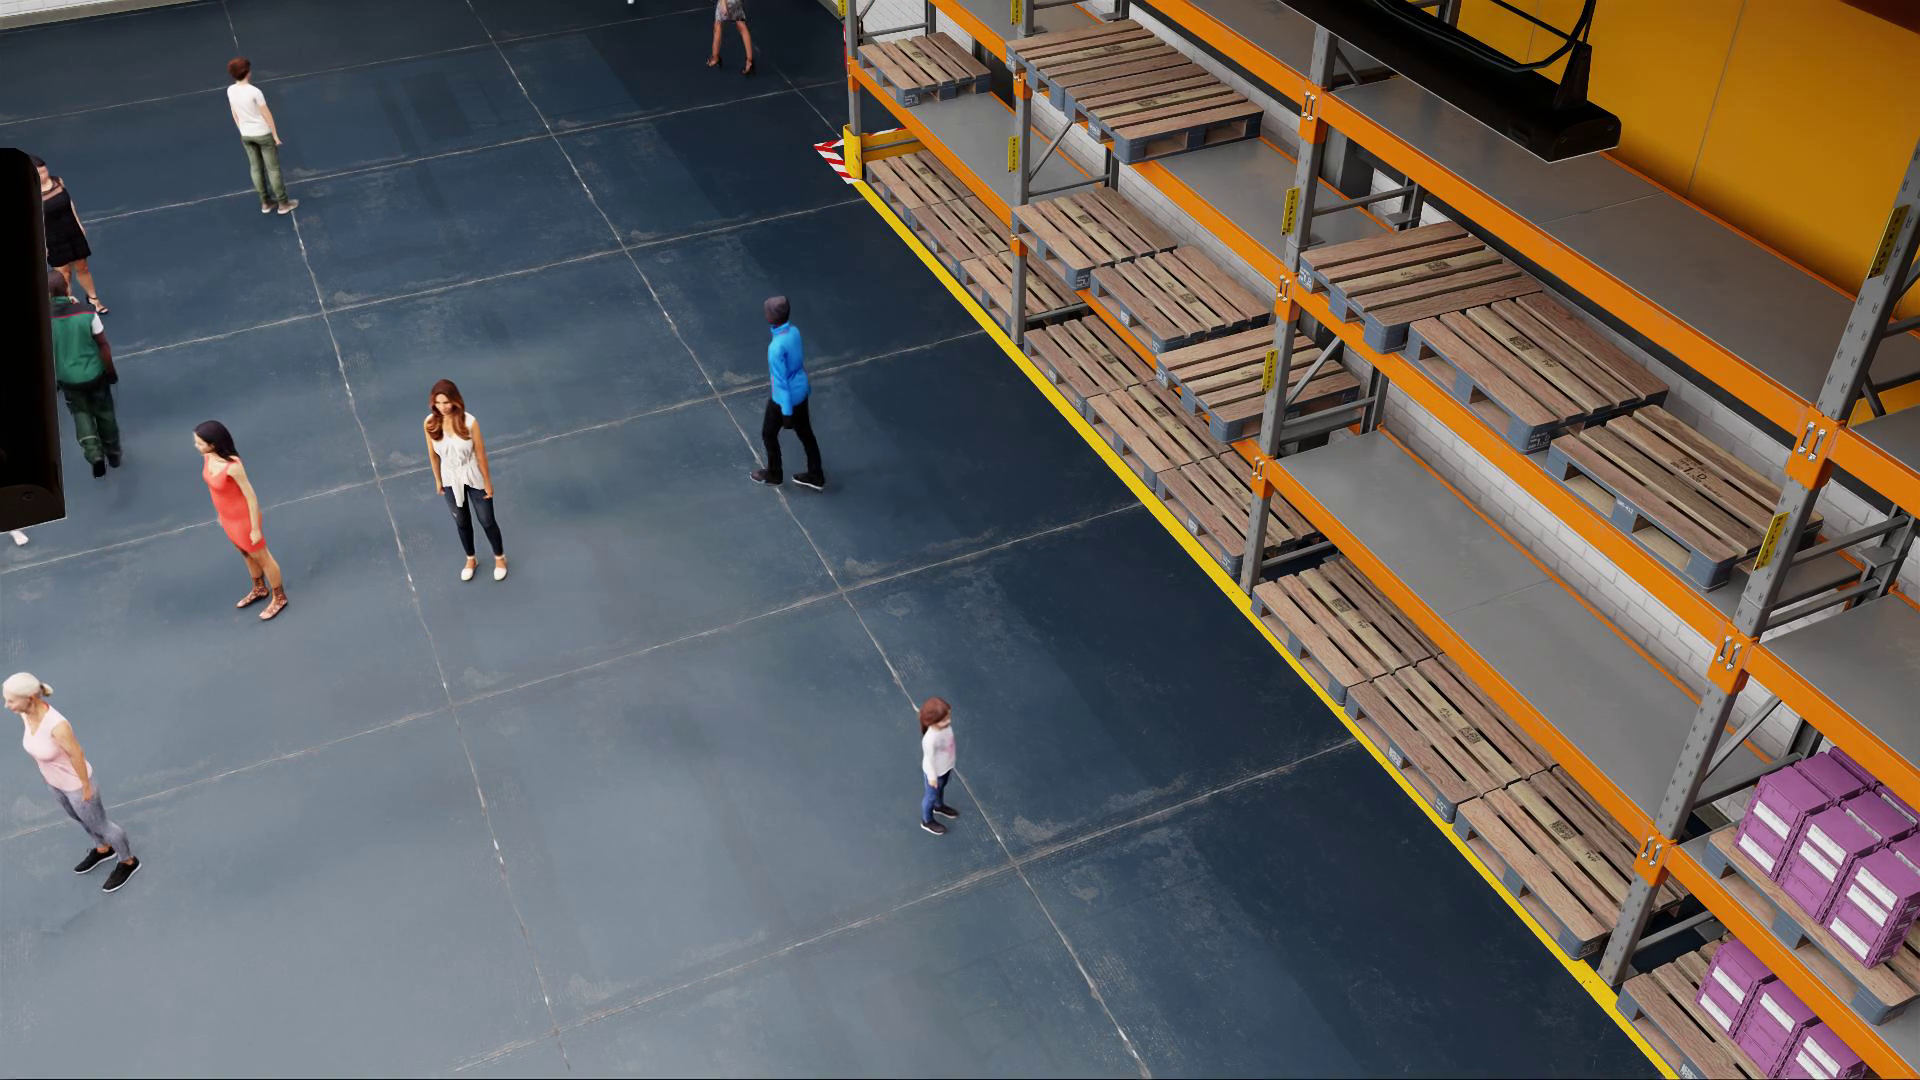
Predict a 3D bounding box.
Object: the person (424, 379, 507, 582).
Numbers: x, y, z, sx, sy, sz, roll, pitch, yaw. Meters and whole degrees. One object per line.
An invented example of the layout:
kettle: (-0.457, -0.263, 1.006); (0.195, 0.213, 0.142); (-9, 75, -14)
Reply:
person: (-3.717, -0.456, 12.504); (0.653, 1.782, 0.658); (1, 39, 1)

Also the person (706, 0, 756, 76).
person: (-2.672, -6.462, 20.013); (1.024, 1.796, 0.895); (22, 43, 25)

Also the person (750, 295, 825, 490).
person: (-1.280, -1.126, 13.353); (0.991, 1.769, 0.931); (13, 40, 16)

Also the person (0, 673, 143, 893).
person: (-5.441, 1.446, 10.168); (0.596, 1.725, 0.693); (22, 43, 25)

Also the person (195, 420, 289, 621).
person: (-5.276, -0.174, 12.201); (0.625, 1.718, 0.727); (23, 44, 26)

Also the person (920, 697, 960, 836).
person: (-0.149, 1.422, 10.690); (0.579, 1.112, 0.523); (15, 41, 18)

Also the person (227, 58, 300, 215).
person: (-7.309, -4.200, 17.295); (0.671, 1.653, 0.703); (7, 39, 8)

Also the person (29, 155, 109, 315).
person: (-8.406, -2.810, 15.509); (0.789, 1.709, 0.749); (17, 42, 21)

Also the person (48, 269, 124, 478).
person: (-7.133, -1.297, 13.526); (0.702, 1.821, 0.883); (-19, 42, -22)
